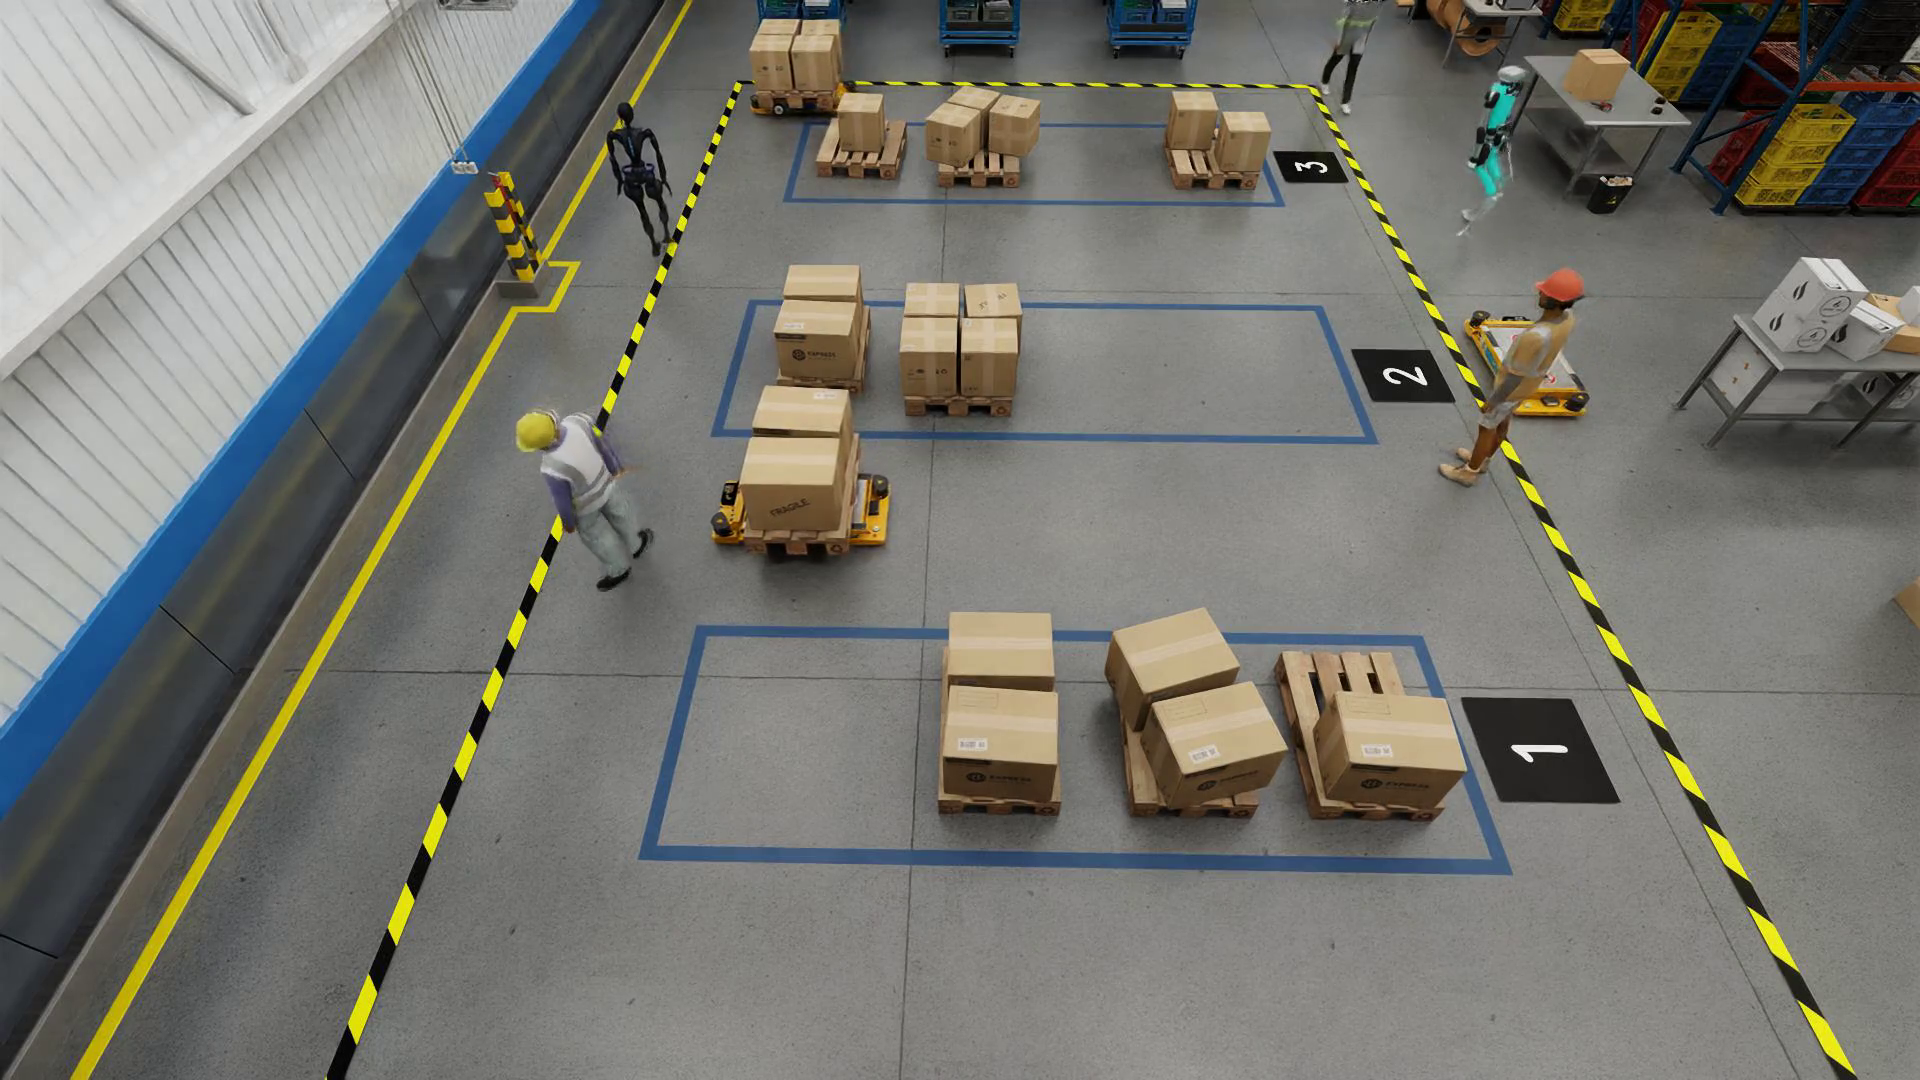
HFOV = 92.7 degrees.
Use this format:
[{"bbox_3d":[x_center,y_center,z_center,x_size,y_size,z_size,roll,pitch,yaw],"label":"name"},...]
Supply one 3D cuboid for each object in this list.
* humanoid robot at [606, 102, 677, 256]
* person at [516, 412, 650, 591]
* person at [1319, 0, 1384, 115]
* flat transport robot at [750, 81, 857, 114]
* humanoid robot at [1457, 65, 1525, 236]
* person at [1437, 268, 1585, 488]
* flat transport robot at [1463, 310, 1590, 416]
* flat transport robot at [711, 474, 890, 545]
[{"bbox_3d":[-3.480,-3.925,10.001,0.585,1.648,0.354,-9,50,-7],"label":"humanoid robot"},{"bbox_3d":[-2.778,-0.379,6.869,0.407,1.787,0.729,9,50,8],"label":"person"},{"bbox_3d":[5.332,-6.873,12.473,0.598,1.794,0.980,-4,49,-3],"label":"person"},{"bbox_3d":[-2.200,-6.258,12.931,1.431,0.197,0.652,1,49,1],"label":"flat transport robot"},{"bbox_3d":[6.038,-4.281,10.266,0.539,1.769,0.780,-32,56,-25],"label":"humanoid robot"},{"bbox_3d":[4.485,-1.284,7.473,0.613,2.040,0.389,-31,56,-24],"label":"person"},{"bbox_3d":[5.573,-1.757,9.054,0.659,0.231,1.431,1,49,1],"label":"flat transport robot"},{"bbox_3d":[-1.332,-0.273,7.751,1.431,0.197,0.652,1,49,1],"label":"flat transport robot"}]
